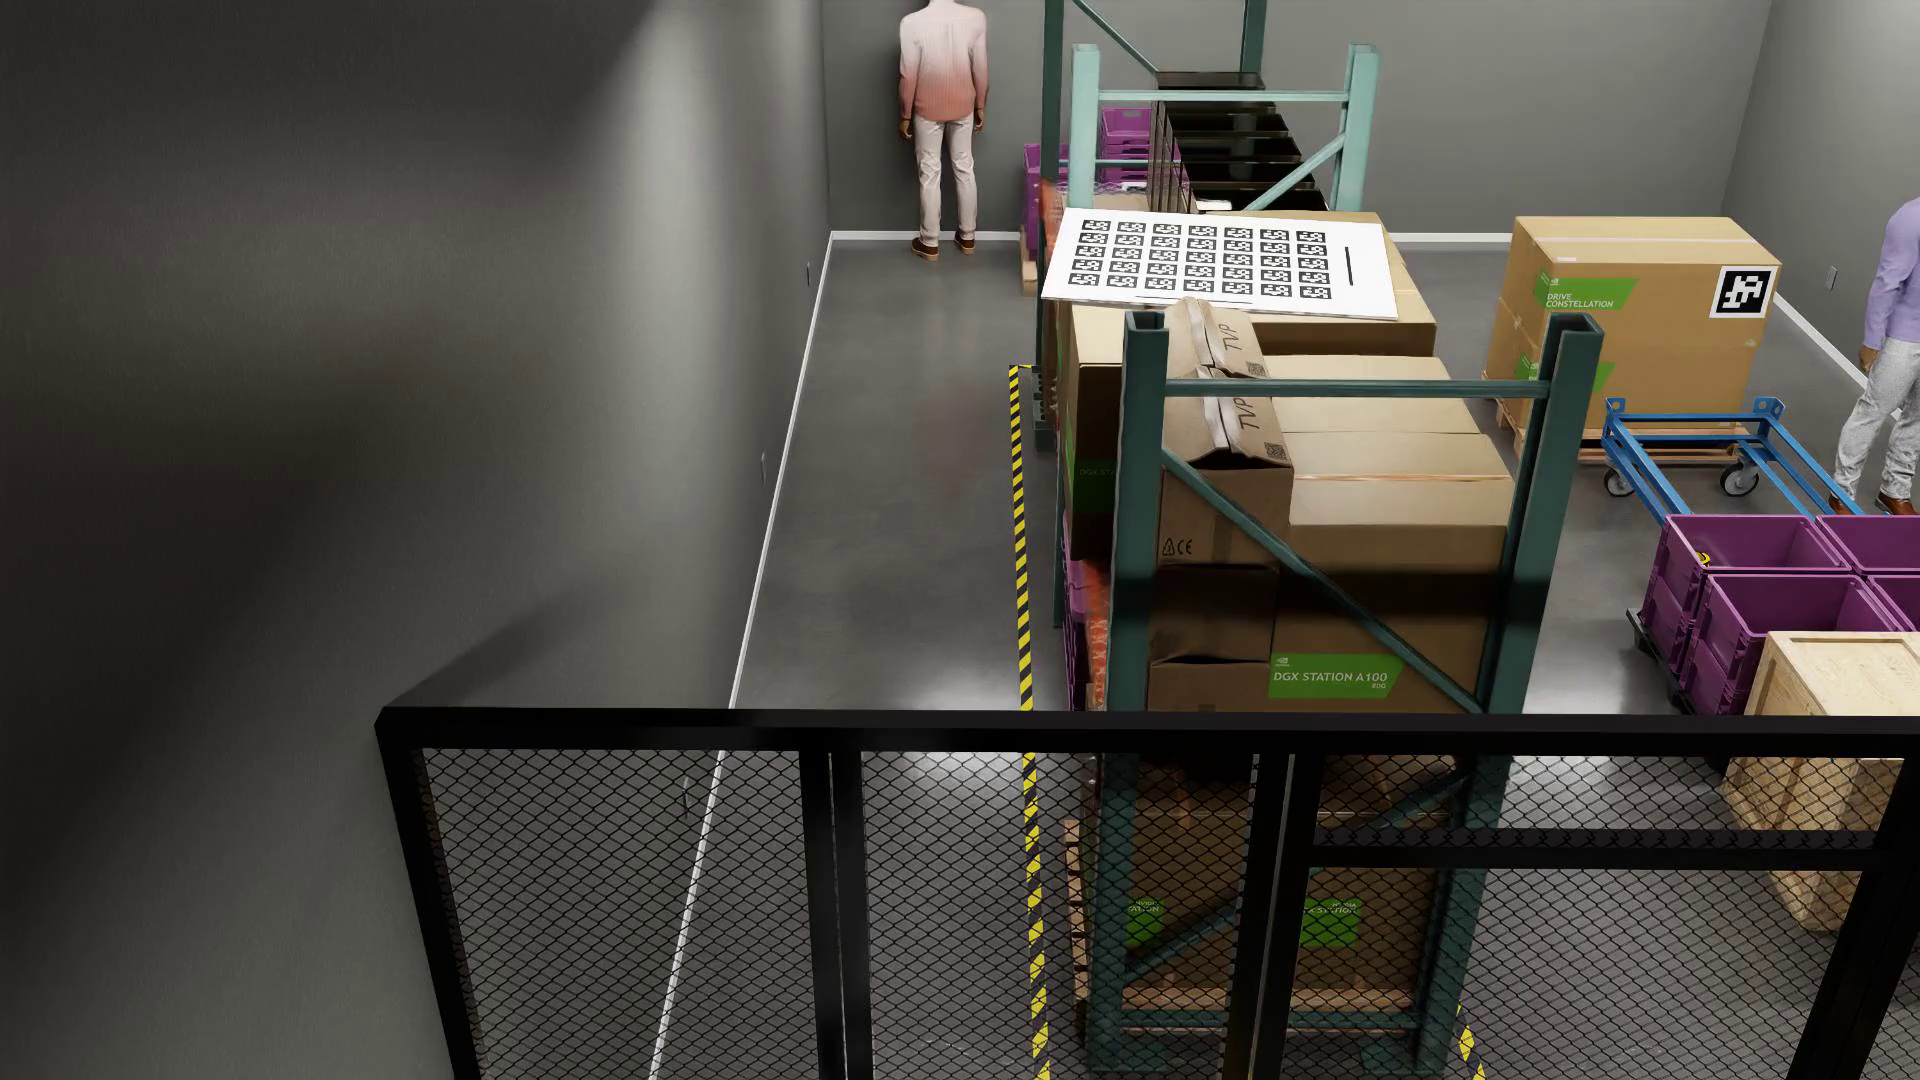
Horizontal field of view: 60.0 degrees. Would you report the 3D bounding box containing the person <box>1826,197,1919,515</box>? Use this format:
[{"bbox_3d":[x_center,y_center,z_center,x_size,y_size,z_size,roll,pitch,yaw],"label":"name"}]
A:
[{"bbox_3d":[4.524,-0.943,7.781,0.633,1.939,0.368,-1,31,-2],"label":"person"}]

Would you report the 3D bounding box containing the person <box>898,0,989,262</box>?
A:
[{"bbox_3d":[-0.118,-2.823,10.850,0.622,1.992,0.394,-12,33,-20],"label":"person"}]
